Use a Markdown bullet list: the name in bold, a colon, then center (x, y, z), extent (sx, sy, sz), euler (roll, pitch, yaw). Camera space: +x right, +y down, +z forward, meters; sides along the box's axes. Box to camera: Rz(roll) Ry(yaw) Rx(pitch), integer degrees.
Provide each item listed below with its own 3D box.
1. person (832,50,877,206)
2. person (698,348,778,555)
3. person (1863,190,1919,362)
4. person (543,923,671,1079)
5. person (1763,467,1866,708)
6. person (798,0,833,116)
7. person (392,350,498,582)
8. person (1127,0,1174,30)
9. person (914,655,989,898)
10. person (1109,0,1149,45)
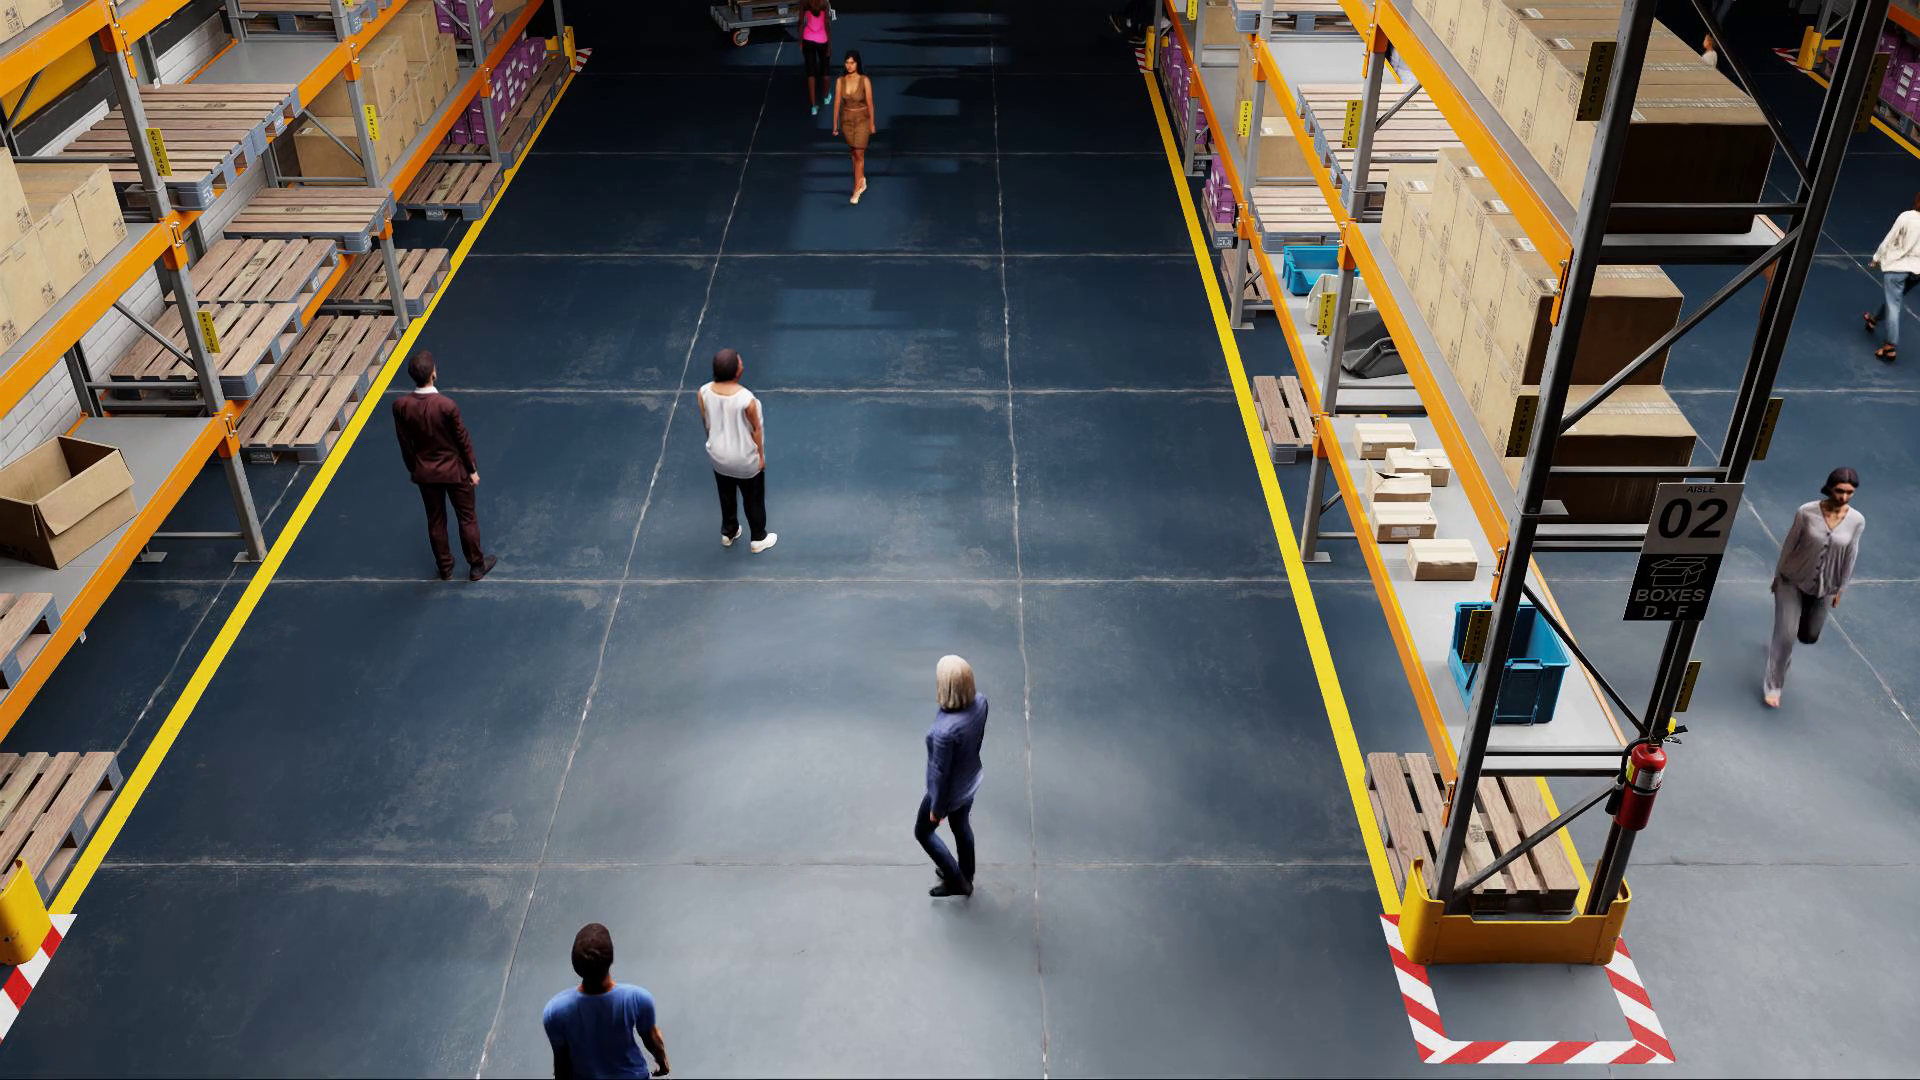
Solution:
- **person**: center (-1.133, -4.640, 18.522), extent (0.747, 1.666, 0.931), euler (10, 35, 14)
- **person**: center (-1.680, -0.684, 12.552), extent (0.750, 1.687, 0.758), euler (15, 37, 22)
- **person**: center (8.663, -2.425, 15.204), extent (0.644, 1.651, 1.014), euler (1, 34, 1)
- **person**: center (-1.578, 2.567, 7.536), extent (0.741, 1.825, 1.166), euler (-4, 34, -6)
- **person**: center (5.640, 0.248, 11.090), extent (0.786, 1.753, 1.008), euler (11, 35, 16)
- **person**: center (-1.825, -6.169, 20.795), extent (0.618, 1.697, 0.971), euler (2, 34, 4)
- **person**: center (-3.781, -0.521, 12.145), extent (0.680, 1.866, 0.595), euler (2, 34, 2)
- **person**: center (2.601, -8.225, 23.790), extent (1.121, 1.805, 1.077), euler (25, 41, 33)
- **person**: center (0.030, 1.394, 9.379), extent (0.823, 1.737, 0.707), euler (19, 38, 26)
- **person**: center (2.417, -7.937, 23.282), extent (0.920, 1.888, 0.920), euler (10, 35, 15)
